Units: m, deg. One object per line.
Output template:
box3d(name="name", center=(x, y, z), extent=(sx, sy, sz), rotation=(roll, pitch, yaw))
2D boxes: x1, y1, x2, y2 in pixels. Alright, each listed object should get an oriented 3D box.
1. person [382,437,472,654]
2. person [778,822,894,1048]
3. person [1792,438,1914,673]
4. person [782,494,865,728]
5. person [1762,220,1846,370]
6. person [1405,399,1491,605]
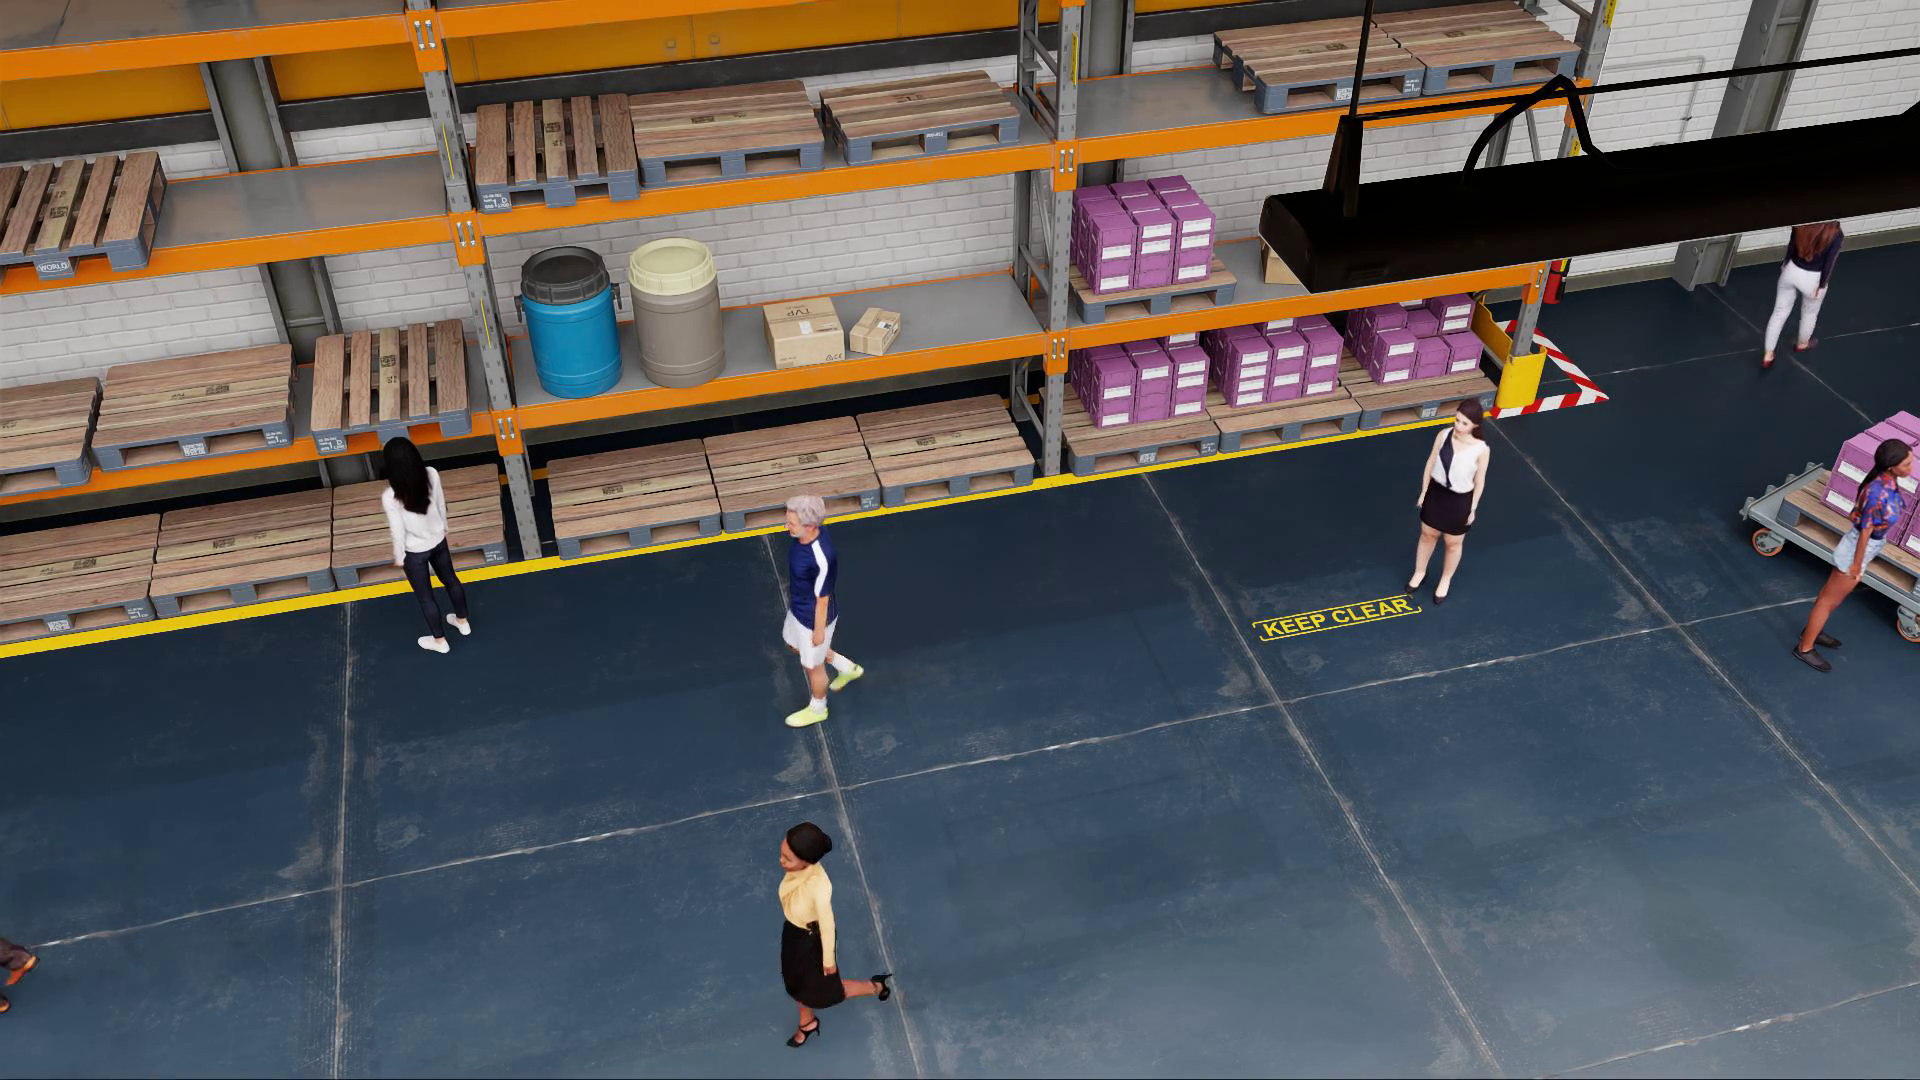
box3d(name="person", center=(-3.552, 0.021, 11.016), extent=(0.767, 1.701, 0.705), rotation=(21, 43, 24))
box3d(name="person", center=(-0.695, 2.035, 8.547), extent=(0.905, 1.636, 0.699), rotation=(-19, 42, -22))
box3d(name="person", center=(5.878, 0.072, 10.921), extent=(0.726, 1.741, 0.640), rotation=(25, 45, 28))
box3d(name="person", center=(-0.855, 0.416, 10.420), extent=(0.828, 1.828, 0.693), rotation=(-13, 40, -16))
box3d(name="person", center=(6.965, -2.133, 13.810), extent=(0.993, 1.581, 0.840), rotation=(-30, 47, -32))
box3d(name="person", center=(3.361, -0.262, 11.414), extent=(0.638, 1.648, 0.679), rotation=(25, 45, 28))
